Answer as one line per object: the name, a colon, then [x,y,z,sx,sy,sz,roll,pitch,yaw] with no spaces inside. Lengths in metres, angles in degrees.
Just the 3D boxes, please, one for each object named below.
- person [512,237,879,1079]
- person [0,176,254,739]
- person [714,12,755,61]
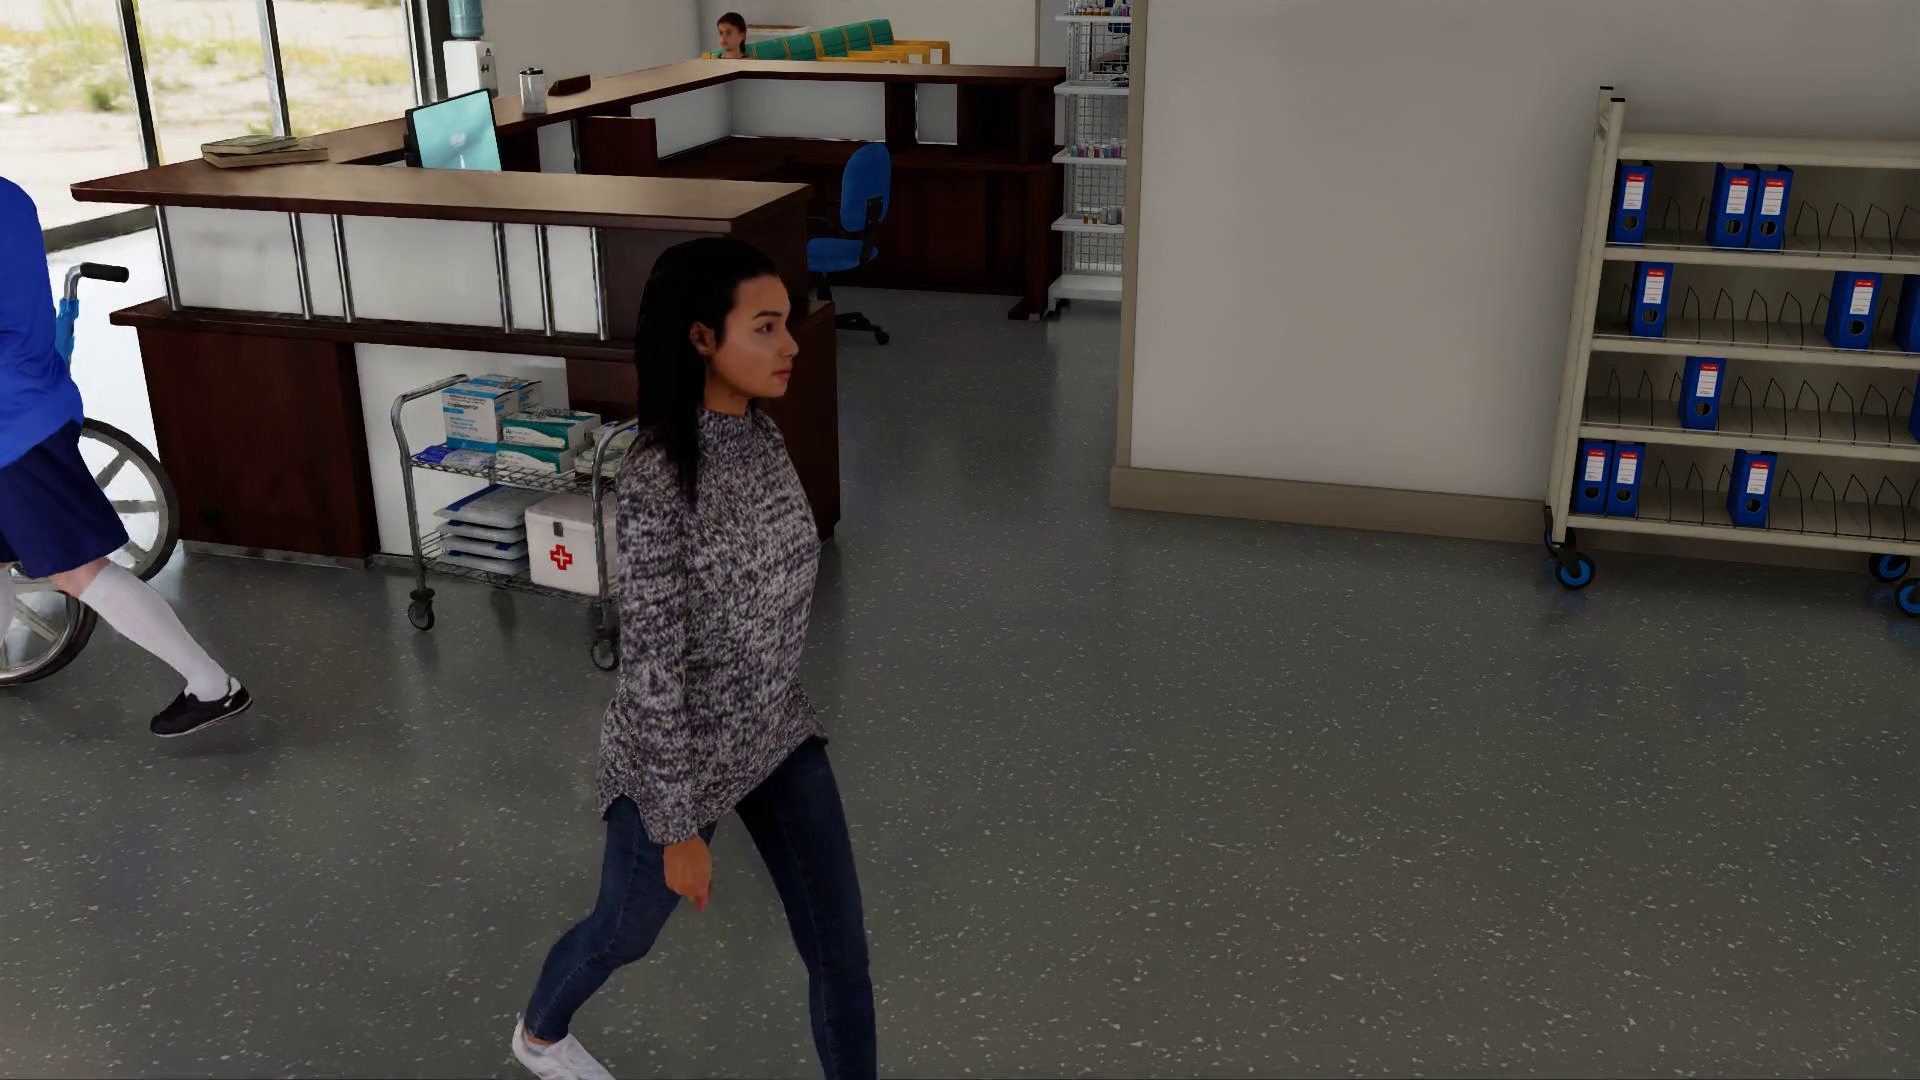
person: [-0.488,0.373,2.795,1.254,1.685,0.844,11,24,28]
person: [-2.336,-0.246,4.279,1.315,1.790,1.046,-4,21,-10]
person: [-1.481,-2.763,11.260,0.583,1.554,0.657,11,23,26]
